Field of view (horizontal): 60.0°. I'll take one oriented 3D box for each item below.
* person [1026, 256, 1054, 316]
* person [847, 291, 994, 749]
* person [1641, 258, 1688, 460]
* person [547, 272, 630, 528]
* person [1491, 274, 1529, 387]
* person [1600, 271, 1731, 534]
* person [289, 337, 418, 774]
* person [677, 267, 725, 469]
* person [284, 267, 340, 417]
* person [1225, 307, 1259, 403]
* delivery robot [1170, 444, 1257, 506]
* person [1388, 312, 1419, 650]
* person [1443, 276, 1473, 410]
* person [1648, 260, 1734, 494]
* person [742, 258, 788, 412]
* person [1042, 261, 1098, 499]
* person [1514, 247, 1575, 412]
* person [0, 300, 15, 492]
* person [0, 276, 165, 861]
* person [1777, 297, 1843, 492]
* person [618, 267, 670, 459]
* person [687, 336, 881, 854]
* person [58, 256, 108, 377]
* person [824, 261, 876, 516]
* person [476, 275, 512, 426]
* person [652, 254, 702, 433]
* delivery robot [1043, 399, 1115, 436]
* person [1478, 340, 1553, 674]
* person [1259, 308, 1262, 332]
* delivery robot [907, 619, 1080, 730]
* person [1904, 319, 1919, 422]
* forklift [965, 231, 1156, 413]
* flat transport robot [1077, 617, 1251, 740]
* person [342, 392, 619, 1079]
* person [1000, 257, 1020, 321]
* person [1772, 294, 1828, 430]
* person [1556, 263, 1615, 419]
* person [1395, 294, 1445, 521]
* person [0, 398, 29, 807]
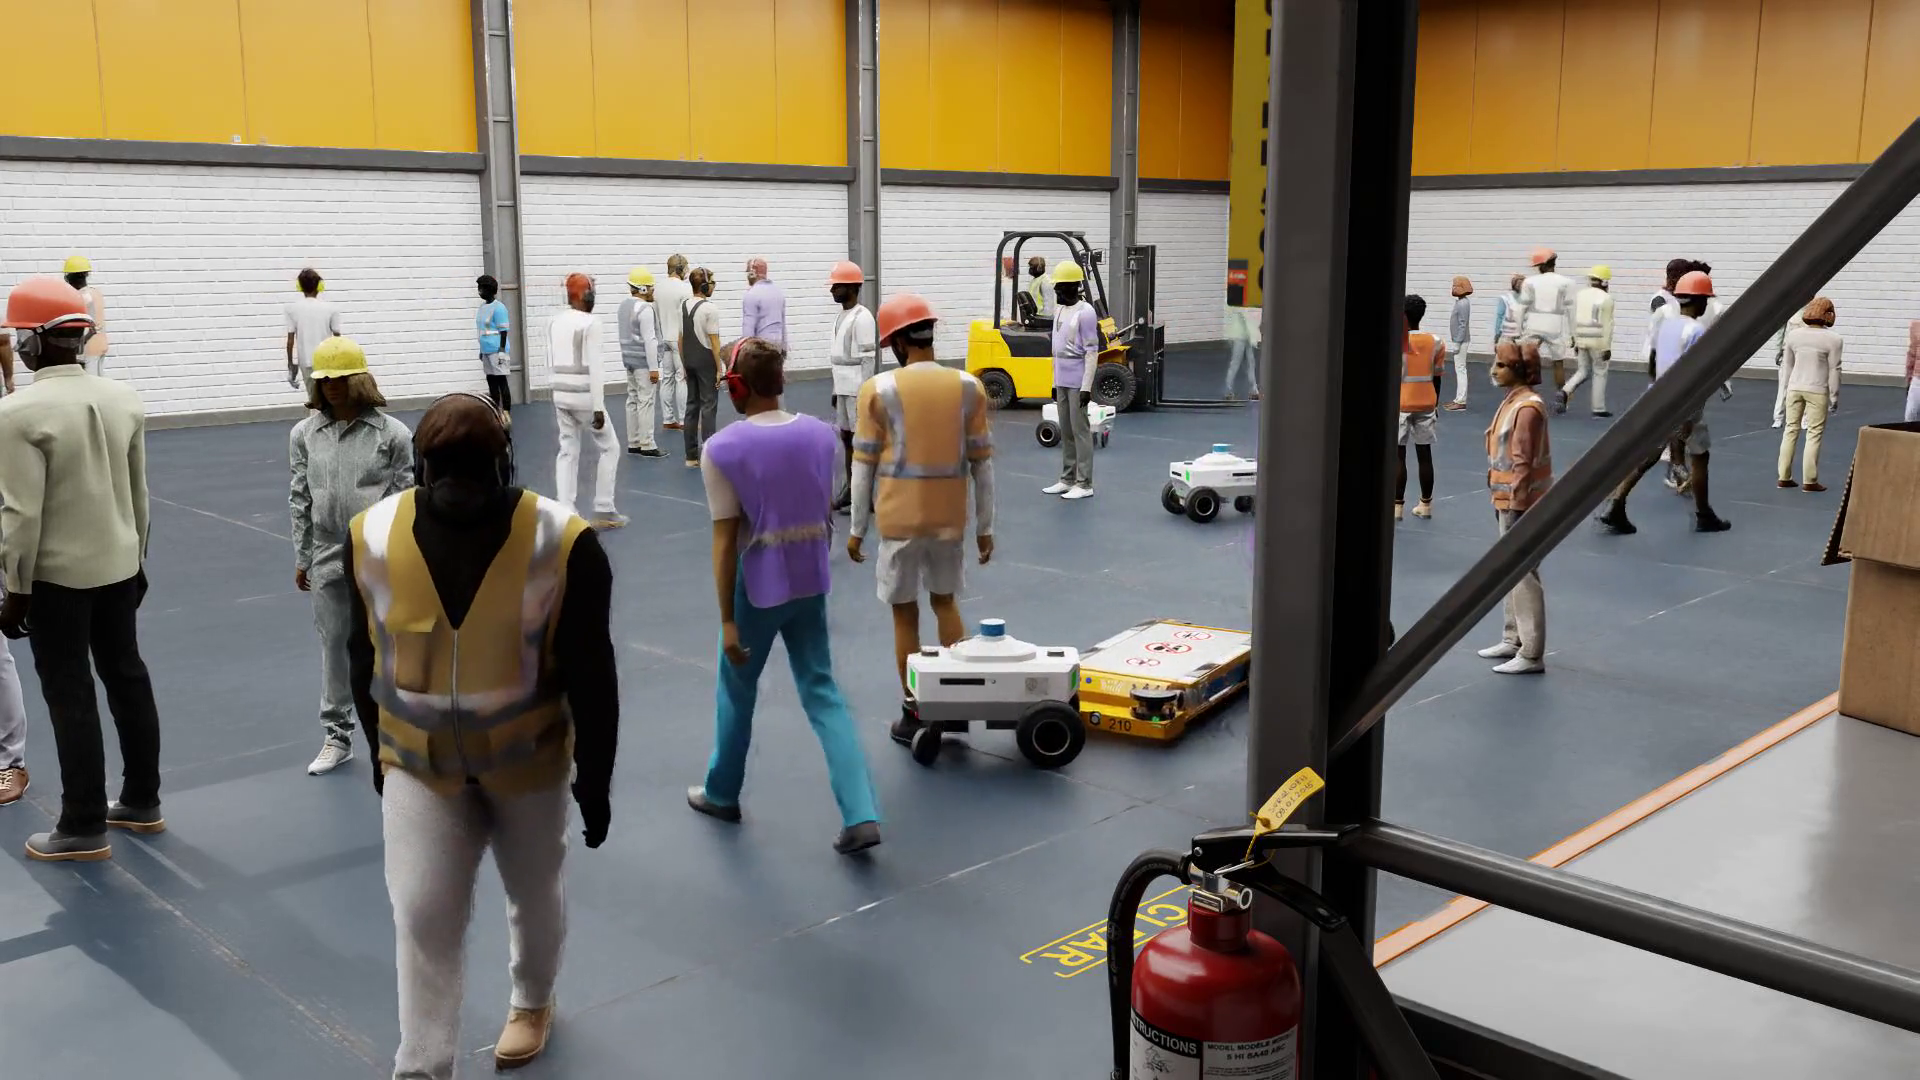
[{"bbox_3d":[1.093,-3.052,23.336,0.429,1.839,0.634,-3,11,-15],"label":"person"},{"bbox_3d":[-0.169,-0.078,6.917,0.577,1.906,0.427,-4,11,-22],"label":"person"},{"bbox_3d":[6.746,-1.728,15.917,0.391,1.913,0.588,8,13,36],"label":"person"},{"bbox_3d":[-2.688,-0.989,12.010,0.612,1.860,0.674,8,13,38],"label":"person"},{"bbox_3d":[7.513,-2.805,22.606,0.548,1.613,0.637,0,10,-2],"label":"person"},{"bbox_3d":[5.071,-0.968,11.862,1.021,1.891,0.555,-3,11,-14],"label":"person"},{"bbox_3d":[-2.387,0.071,6.569,0.492,1.742,0.321,-1,10,-3],"label":"person"},{"bbox_3d":[-2.334,-1.545,15.101,0.518,1.844,0.332,9,13,39],"label":"person"},{"bbox_3d":[-6.114,-1.662,15.799,0.526,1.837,0.922,-2,11,-9],"label":"person"},{"bbox_3d":[3.710,-2.539,21.171,0.747,1.608,0.582,2,11,10],"label":"person"},{"bbox_3d":[1.962,-0.485,12.586,0.707,0.478,0.477,-3,11,-17],"label":"delivery robot"},{"bbox_3d":[1.456,0.045,6.237,0.412,1.913,0.581,2,11,13],"label":"person"},{"bbox_3d":[6.099,-2.400,20.340,0.279,1.634,0.498,3,11,15],"label":"person"},{"bbox_3d":[6.080,-1.344,13.800,0.618,1.910,1.014,1,10,3],"label":"person"},{"bbox_3d":[-2.106,-2.039,17.683,0.404,1.896,0.673,6,12,28],"label":"person"},{"bbox_3d":[0.892,-1.294,13.509,0.384,1.925,0.593,-4,11,-23],"label":"person"},{"bbox_3d":[7.051,-2.519,20.015,0.711,2.005,0.688,5,12,27],"label":"person"},{"bbox_3d":[-8.177,-1.388,13.713,0.706,2.000,0.536,-4,11,-21],"label":"person"},{"bbox_3d":[-3.038,0.102,5.712,0.382,1.993,0.622,3,11,15],"label":"person"},{"bbox_3d":[7.109,-1.215,13.908,0.280,1.624,0.494,-7,12,-33],"label":"person"},{"bbox_3d":[-3.035,-1.694,15.946,0.404,1.830,0.602,-8,13,-36],"label":"person"},{"bbox_3d":[-0.629,0.188,5.790,0.583,1.795,0.973,-9,14,-40],"label":"person"},{"bbox_3d":[-8.940,-1.928,16.988,0.407,1.921,0.646,-3,11,-14],"label":"person"},{"bbox_3d":[-0.845,-1.155,12.721,0.371,1.939,0.543,-5,12,-26],"label":"person"},{"bbox_3d":[-5.213,-2.105,18.572,0.322,1.692,0.531,-9,14,-41],"label":"person"},{"bbox_3d":[-3.060,-2.121,18.005,0.627,1.934,0.371,9,14,40],"label":"person"},{"bbox_3d":[1.202,-1.256,16.791,0.707,0.478,0.477,6,12,30],"label":"delivery robot"},{"bbox_3d":[2.737,-0.166,8.182,0.319,1.631,0.511,1,10,6],"label":"person"},{"bbox_3d":[4.444,-3.063,23.276,0.436,1.893,0.644,-6,12,-28],"label":"person"},{"bbox_3d":[0.133,0.568,6.844,0.707,0.478,0.477,0,10,1],"label":"delivery robot"},{"bbox_3d":[8.725,-1.430,14.801,0.758,1.732,0.543,-7,13,-34],"label":"person"},{"bbox_3d":[1.222,-2.721,20.561,2.313,2.155,1.214,2,11,13],"label":"forklift"},{"bbox_3d":[0.934,0.607,7.664,0.652,0.197,1.431,6,12,30],"label":"flat transport robot"},{"bbox_3d":[-1.128,0.538,3.927,0.648,1.771,1.058,-1,10,-5],"label":"person"},{"bbox_3d":[0.548,-2.903,22.542,0.869,1.854,0.582,0,10,1],"label":"person"},{"bbox_3d":[9.267,-2.037,18.340,0.515,1.641,0.315,5,11,25],"label":"person"},{"bbox_3d":[7.306,-2.295,19.283,0.629,1.816,0.610,-4,11,-23],"label":"person"},{"bbox_3d":[3.371,-0.992,12.479,0.540,1.698,0.318,-3,11,-17],"label":"person"},{"bbox_3d":[-3.759,0.081,6.199,0.513,1.862,0.328,-1,10,-3],"label":"person"}]
